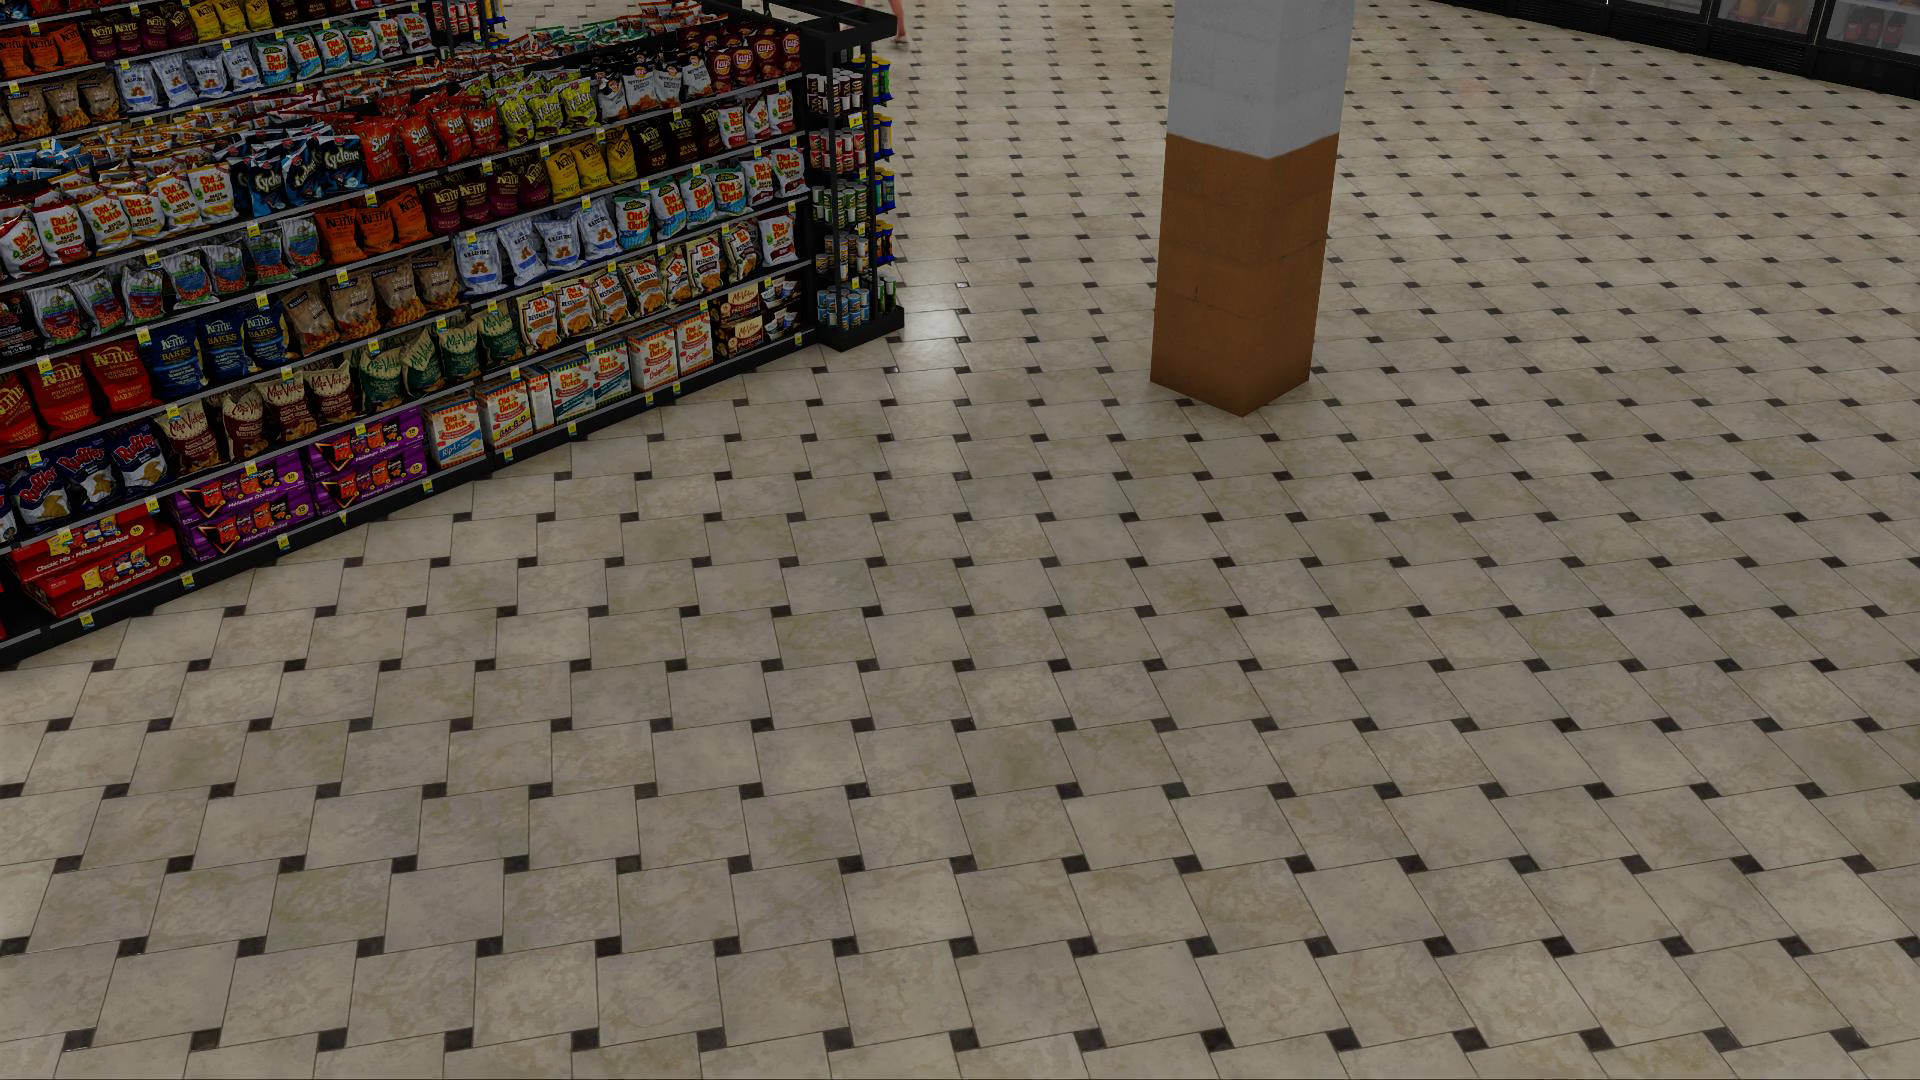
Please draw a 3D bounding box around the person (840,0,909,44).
[{"bbox_3d":[-0.763,-5.613,16.058,1.044,1.673,0.684,-26,40,-36],"label":"person"}]
